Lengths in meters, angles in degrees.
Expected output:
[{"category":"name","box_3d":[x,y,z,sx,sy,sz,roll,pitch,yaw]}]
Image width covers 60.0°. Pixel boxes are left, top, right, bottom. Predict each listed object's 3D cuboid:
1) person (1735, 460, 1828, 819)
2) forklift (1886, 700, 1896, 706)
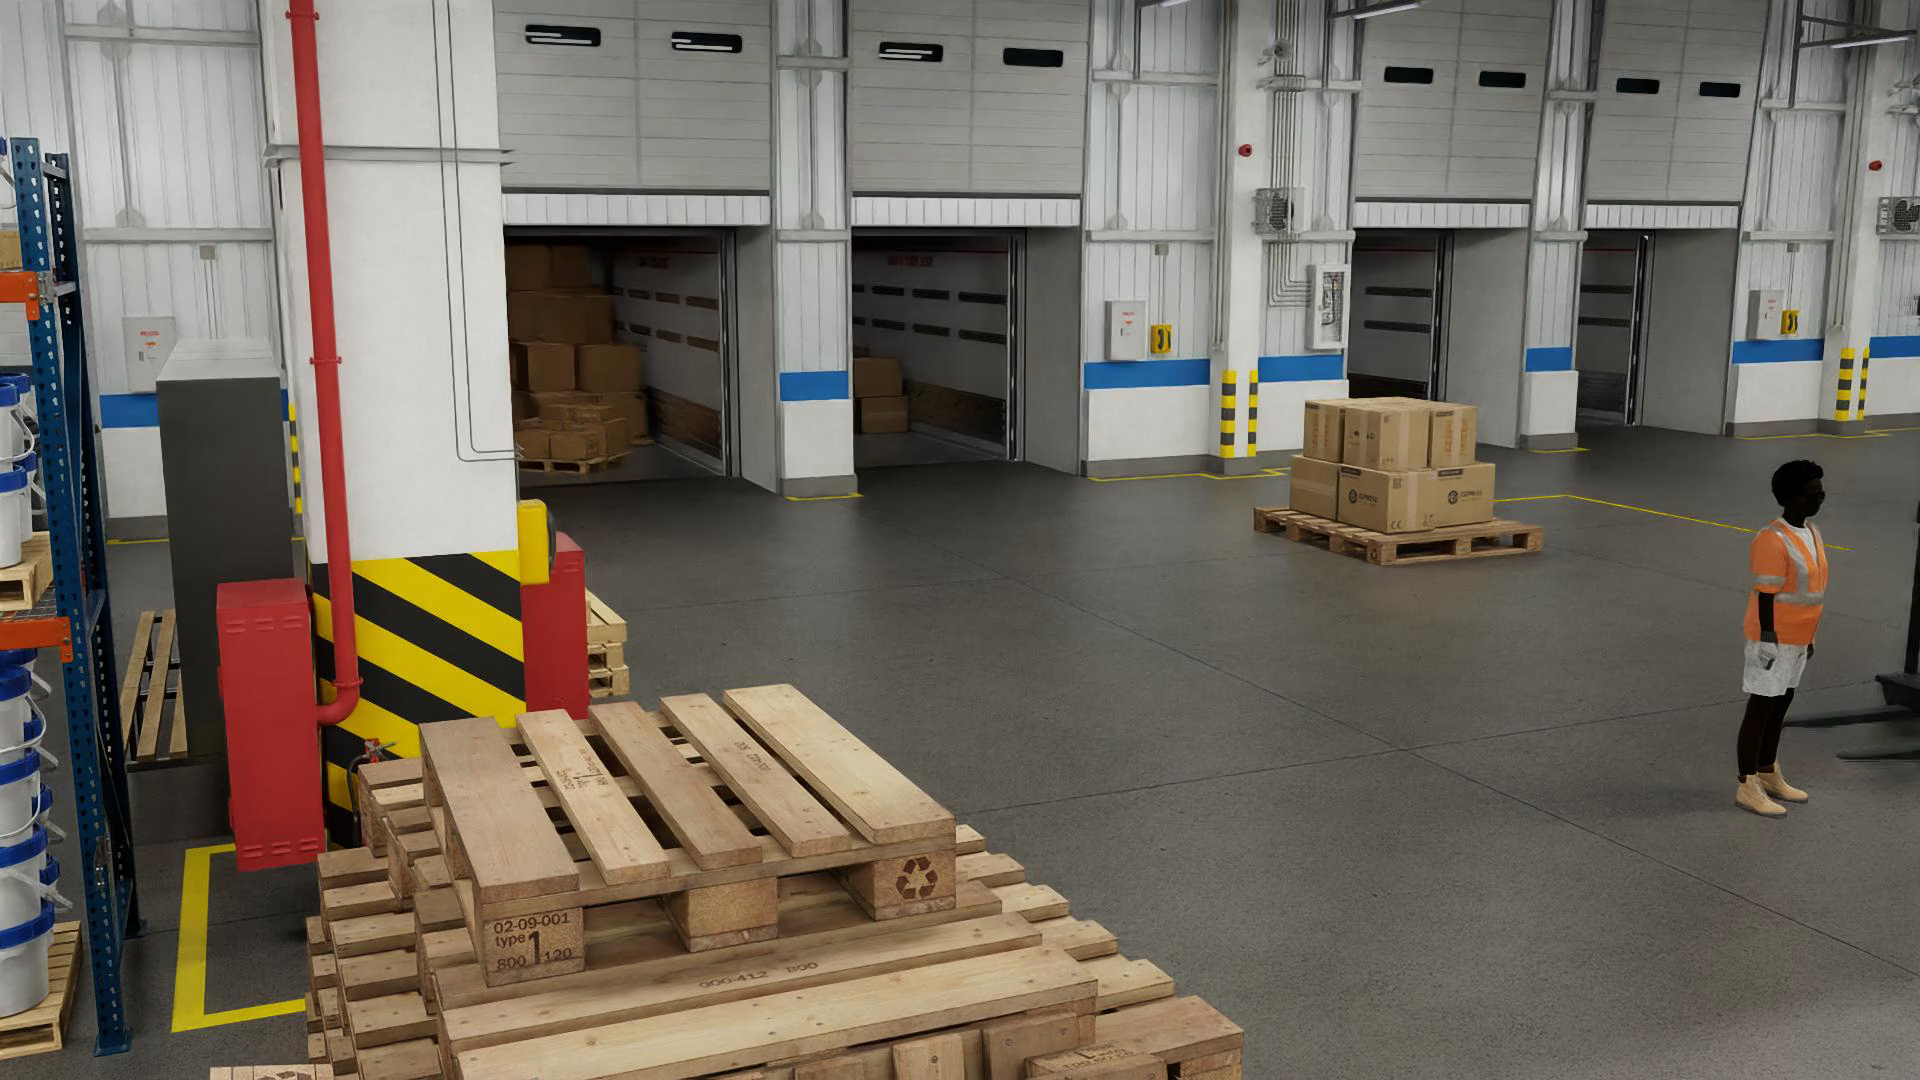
[{"category":"person","box_3d":[3.922,0.459,7.923,0.532,1.696,0.319,-10,14,-43]},{"category":"forklift","box_3d":[6.358,-0.334,9.026,1.873,2.768,1.129,-3,11,-16]}]
